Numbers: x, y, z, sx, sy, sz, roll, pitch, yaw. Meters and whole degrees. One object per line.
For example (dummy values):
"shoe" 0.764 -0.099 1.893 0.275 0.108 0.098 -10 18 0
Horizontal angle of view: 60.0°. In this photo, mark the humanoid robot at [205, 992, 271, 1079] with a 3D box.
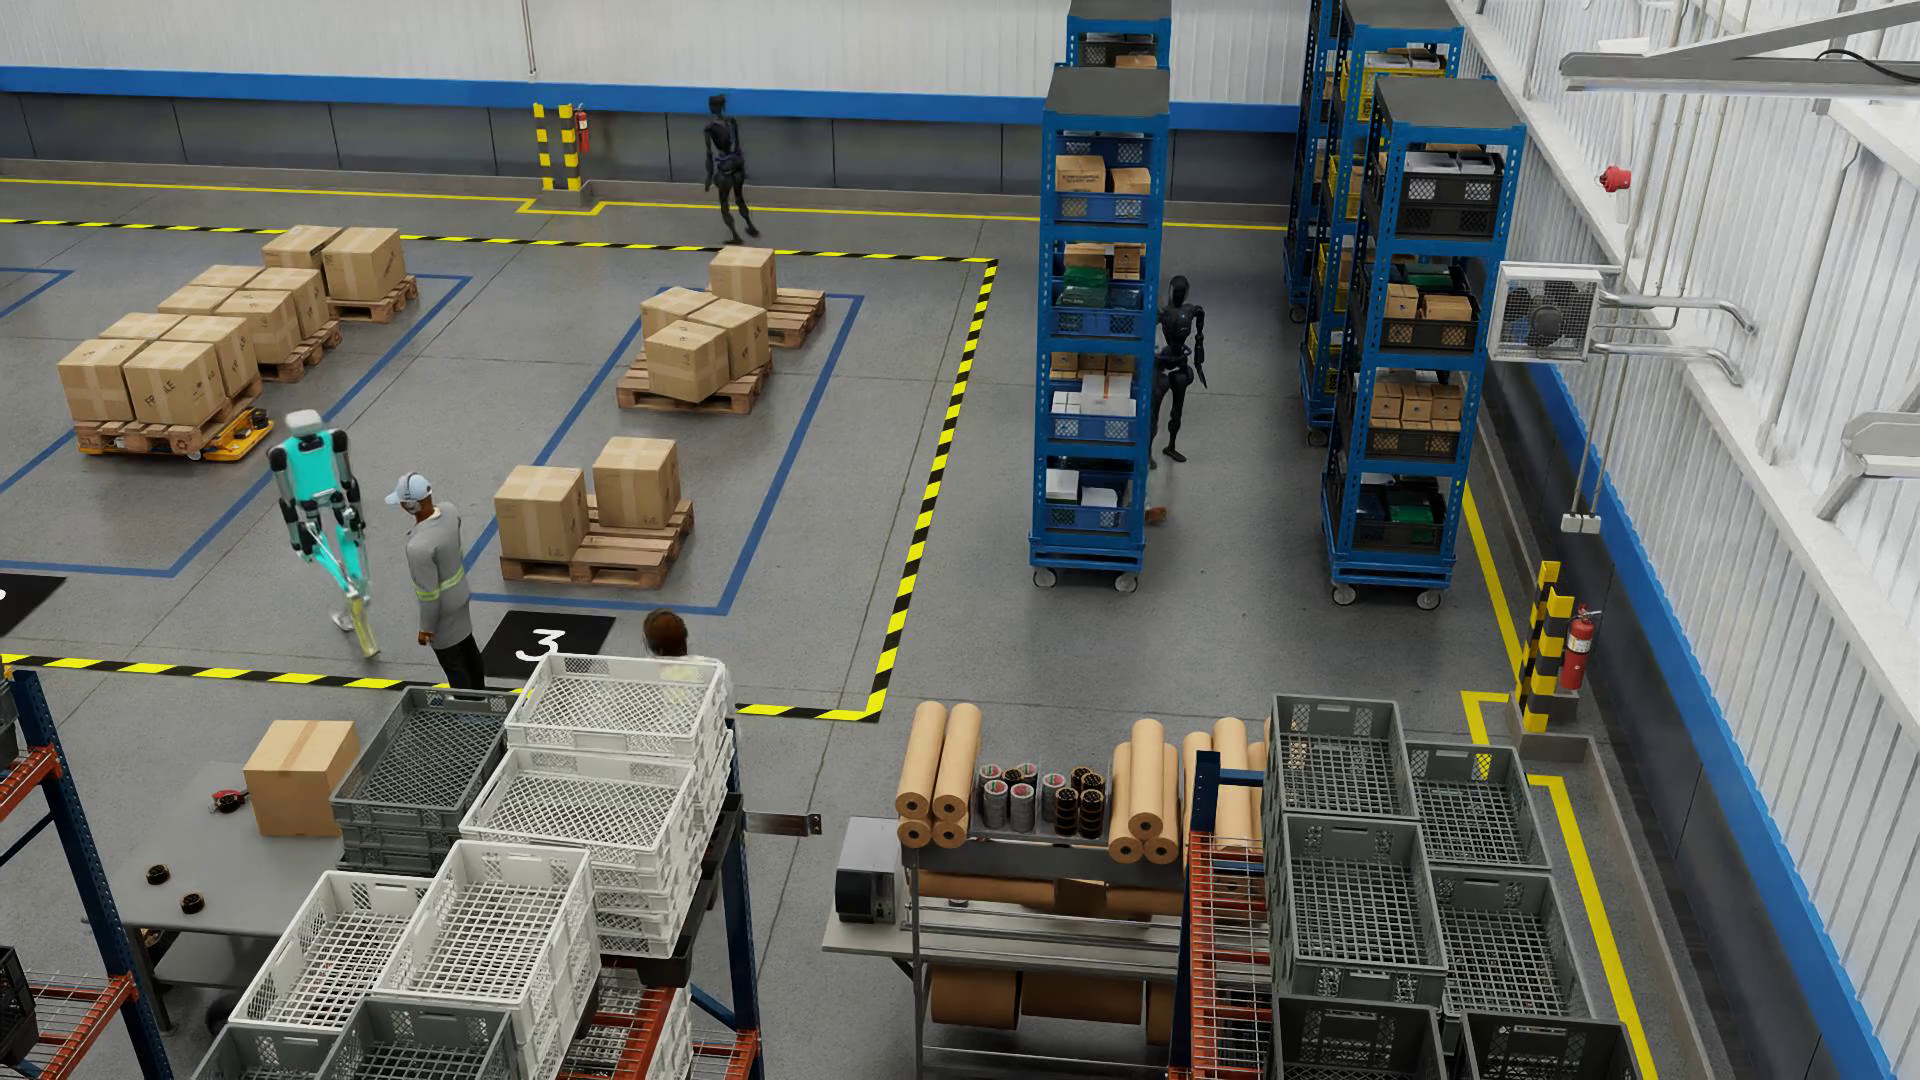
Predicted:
"humanoid robot" -2.862 2.515 6.967 0.464 1.633 0.590 -11 32 -19

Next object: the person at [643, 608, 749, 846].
"person" -1.532 1.095 9.270 0.656 1.801 0.742 -2 30 -4

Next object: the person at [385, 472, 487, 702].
"person" -3.272 0.395 10.425 0.397 1.848 0.587 3 30 5

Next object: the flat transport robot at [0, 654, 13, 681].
"flat transport robot" -7.142 0.969 11.010 1.431 0.231 0.659 3 30 6

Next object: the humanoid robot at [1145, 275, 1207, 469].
"humanoid robot" 1.746 -1.388 13.645 0.599 1.655 0.315 -13 33 -21

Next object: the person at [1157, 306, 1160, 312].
"person" 1.636 -3.021 16.207 0.803 1.927 0.618 -17 34 -26

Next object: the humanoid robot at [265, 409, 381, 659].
"humanoid robot" -4.145 0.042 11.193 0.530 1.758 1.048 -24 38 -35

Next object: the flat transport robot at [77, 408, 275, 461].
"flat transport robot" -6.728 -0.944 14.268 1.431 0.197 0.652 3 30 6

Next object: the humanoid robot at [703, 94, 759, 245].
"humanoid robot" -2.530 -4.078 18.291 0.393 1.638 0.645 17 34 27

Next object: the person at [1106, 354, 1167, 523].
"person" 1.233 -1.061 12.886 0.516 1.905 0.775 -13 33 -21
